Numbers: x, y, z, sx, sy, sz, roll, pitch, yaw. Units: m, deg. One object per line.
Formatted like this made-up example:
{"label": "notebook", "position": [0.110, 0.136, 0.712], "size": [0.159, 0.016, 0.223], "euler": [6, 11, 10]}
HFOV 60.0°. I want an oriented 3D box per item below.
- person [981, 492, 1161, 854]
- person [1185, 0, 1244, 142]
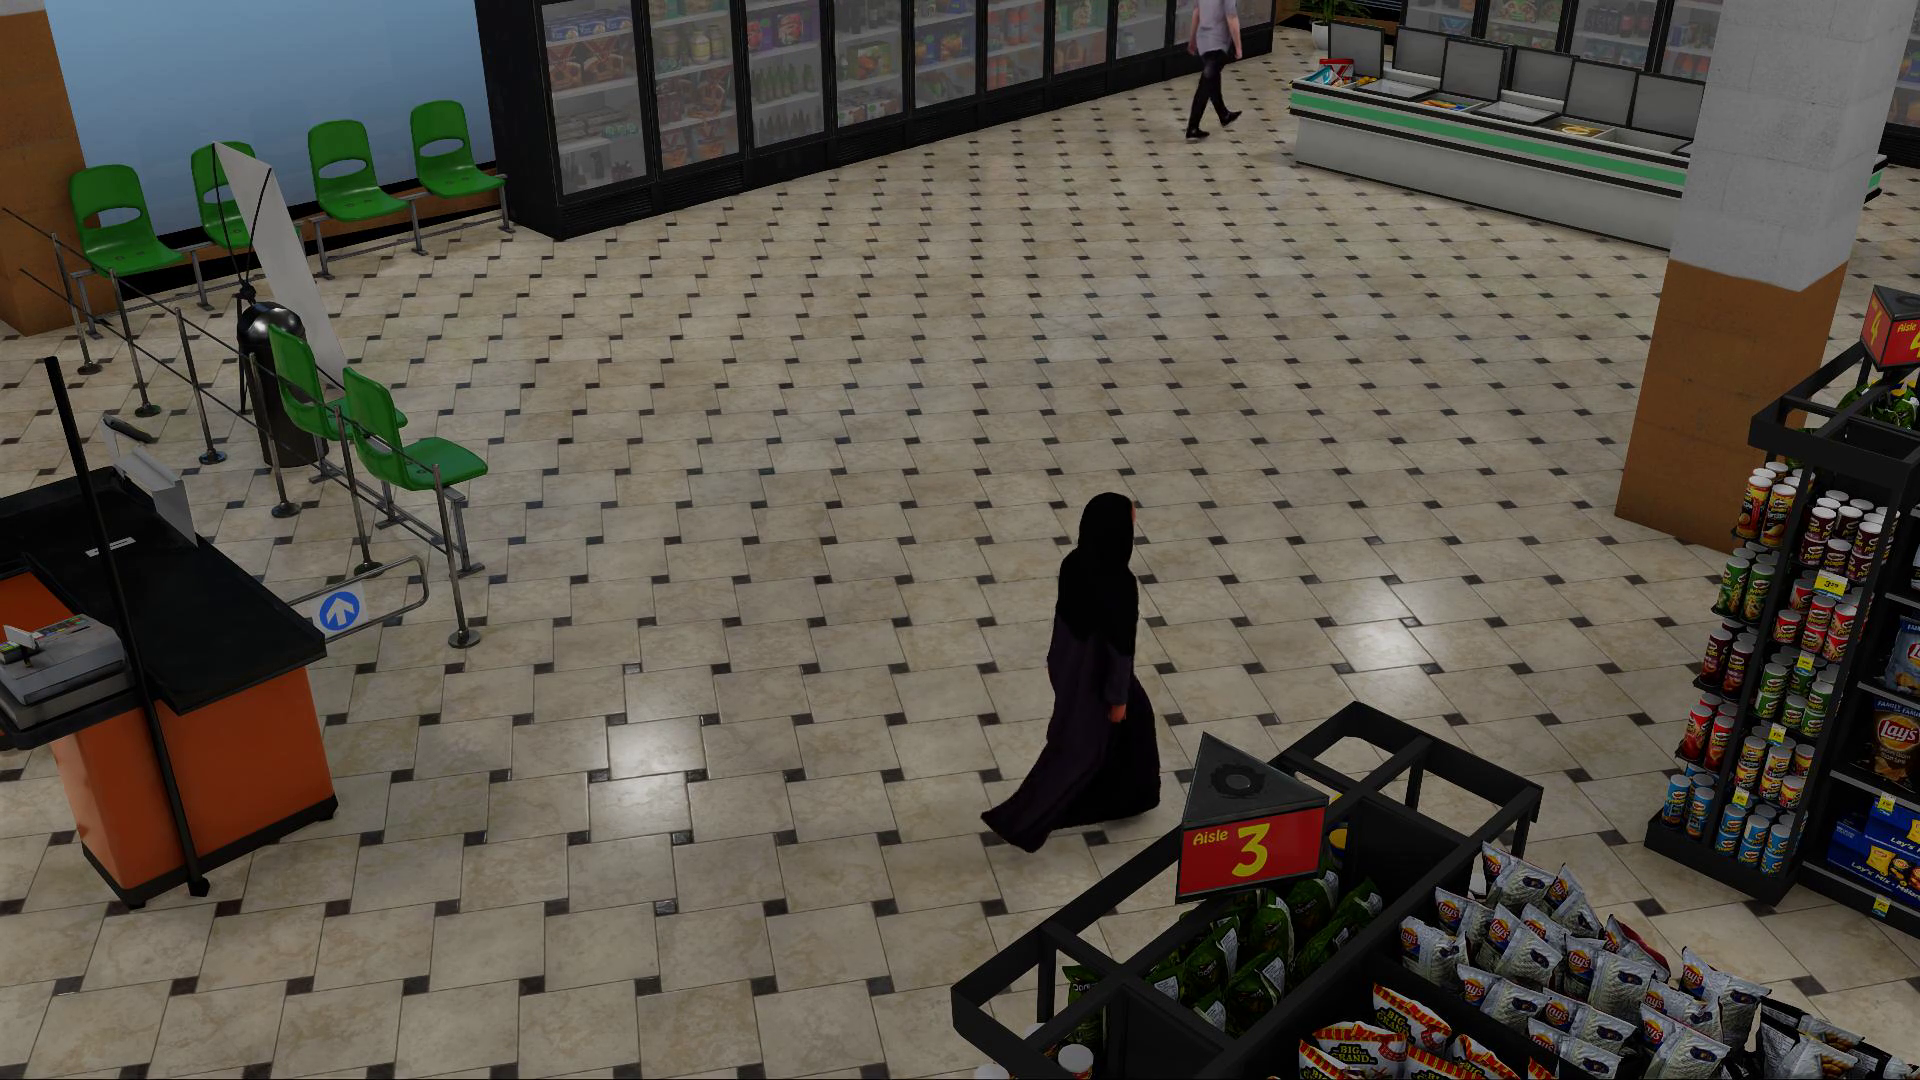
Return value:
{"label": "person", "position": [0.459, 0.563, 6.759], "size": [0.956, 1.582, 1.116], "euler": [-11, 31, -19]}
{"label": "person", "position": [2.428, -4.849, 16.441], "size": [0.919, 1.803, 1.093], "euler": [-17, 33, -28]}
